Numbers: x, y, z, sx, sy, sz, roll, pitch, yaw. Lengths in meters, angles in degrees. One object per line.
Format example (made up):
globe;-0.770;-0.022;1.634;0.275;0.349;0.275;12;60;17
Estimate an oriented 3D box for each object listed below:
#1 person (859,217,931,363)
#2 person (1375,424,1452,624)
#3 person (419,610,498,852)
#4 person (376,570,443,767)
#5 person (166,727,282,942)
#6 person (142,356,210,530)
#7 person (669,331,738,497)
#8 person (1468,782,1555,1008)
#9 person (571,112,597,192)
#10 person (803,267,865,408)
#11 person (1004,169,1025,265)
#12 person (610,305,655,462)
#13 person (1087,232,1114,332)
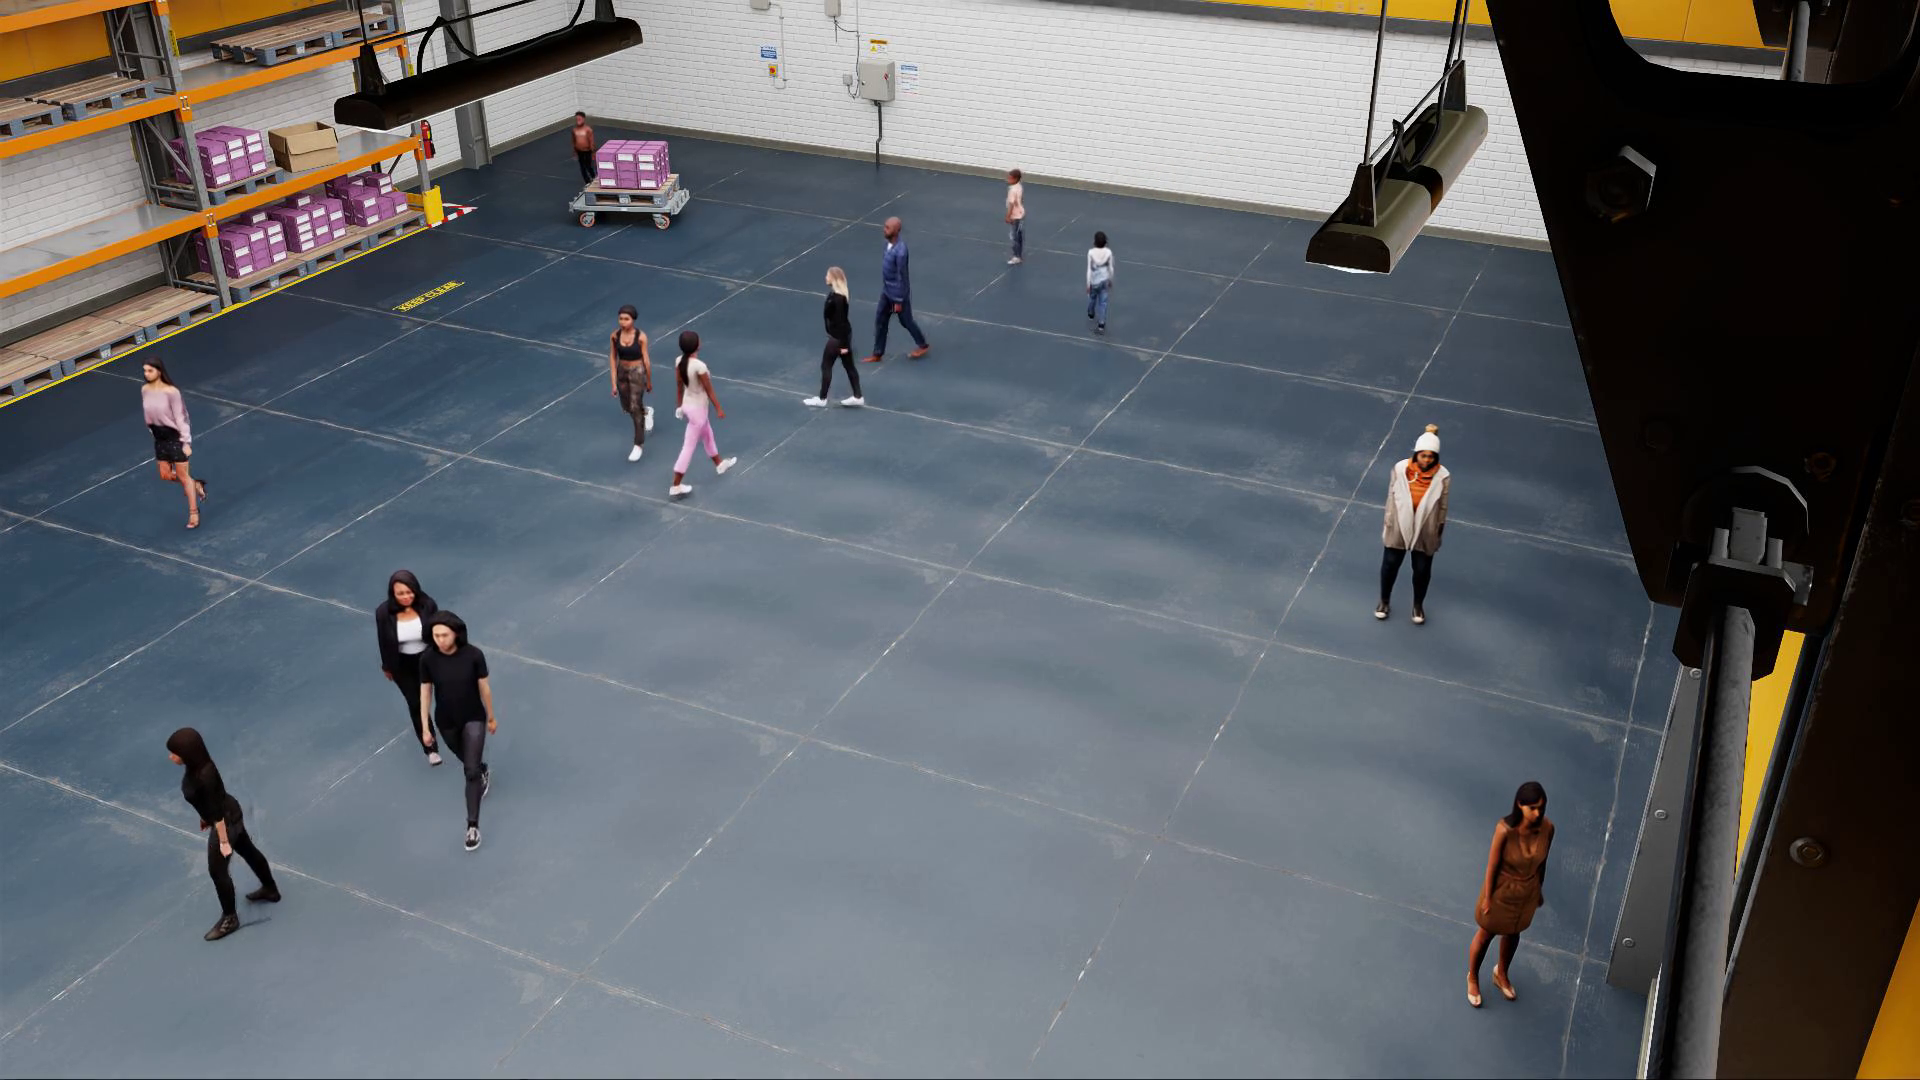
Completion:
person;-0.694;-2.980;19.933;1.243;1.778;1.099;-14;32;-24
person;3.995;-0.147;14.621;0.703;1.891;0.691;9;30;16
person;-3.631;1.256;12.150;1.030;1.796;1.259;-2;29;-3
person;-4.269;0.915;13.009;1.140;1.572;1.106;-16;32;-27
person;-4.910;1.884;11.189;0.878;1.613;0.790;-13;31;-22
person;-7.628;-0.982;16.247;0.710;1.801;0.812;6;29;11
person;-2.745;-1.245;16.842;1.220;1.692;0.881;-24;37;-37
person;3.473;2.223;10.487;0.646;1.690;0.686;-6;29;-12
person;-5.920;-6.171;26.339;0.577;1.246;0.604;6;29;11
person;-1.252;-2.257;18.732;0.930;1.661;0.971;0;29;-1
person;0.802;-4.578;23.365;0.896;1.298;0.531;13;31;23
person;-3.470;-1.738;17.766;0.710;1.673;1.082;6;29;11
person;1.766;-3.250;21.001;0.745;1.230;0.930;-2;29;-4
